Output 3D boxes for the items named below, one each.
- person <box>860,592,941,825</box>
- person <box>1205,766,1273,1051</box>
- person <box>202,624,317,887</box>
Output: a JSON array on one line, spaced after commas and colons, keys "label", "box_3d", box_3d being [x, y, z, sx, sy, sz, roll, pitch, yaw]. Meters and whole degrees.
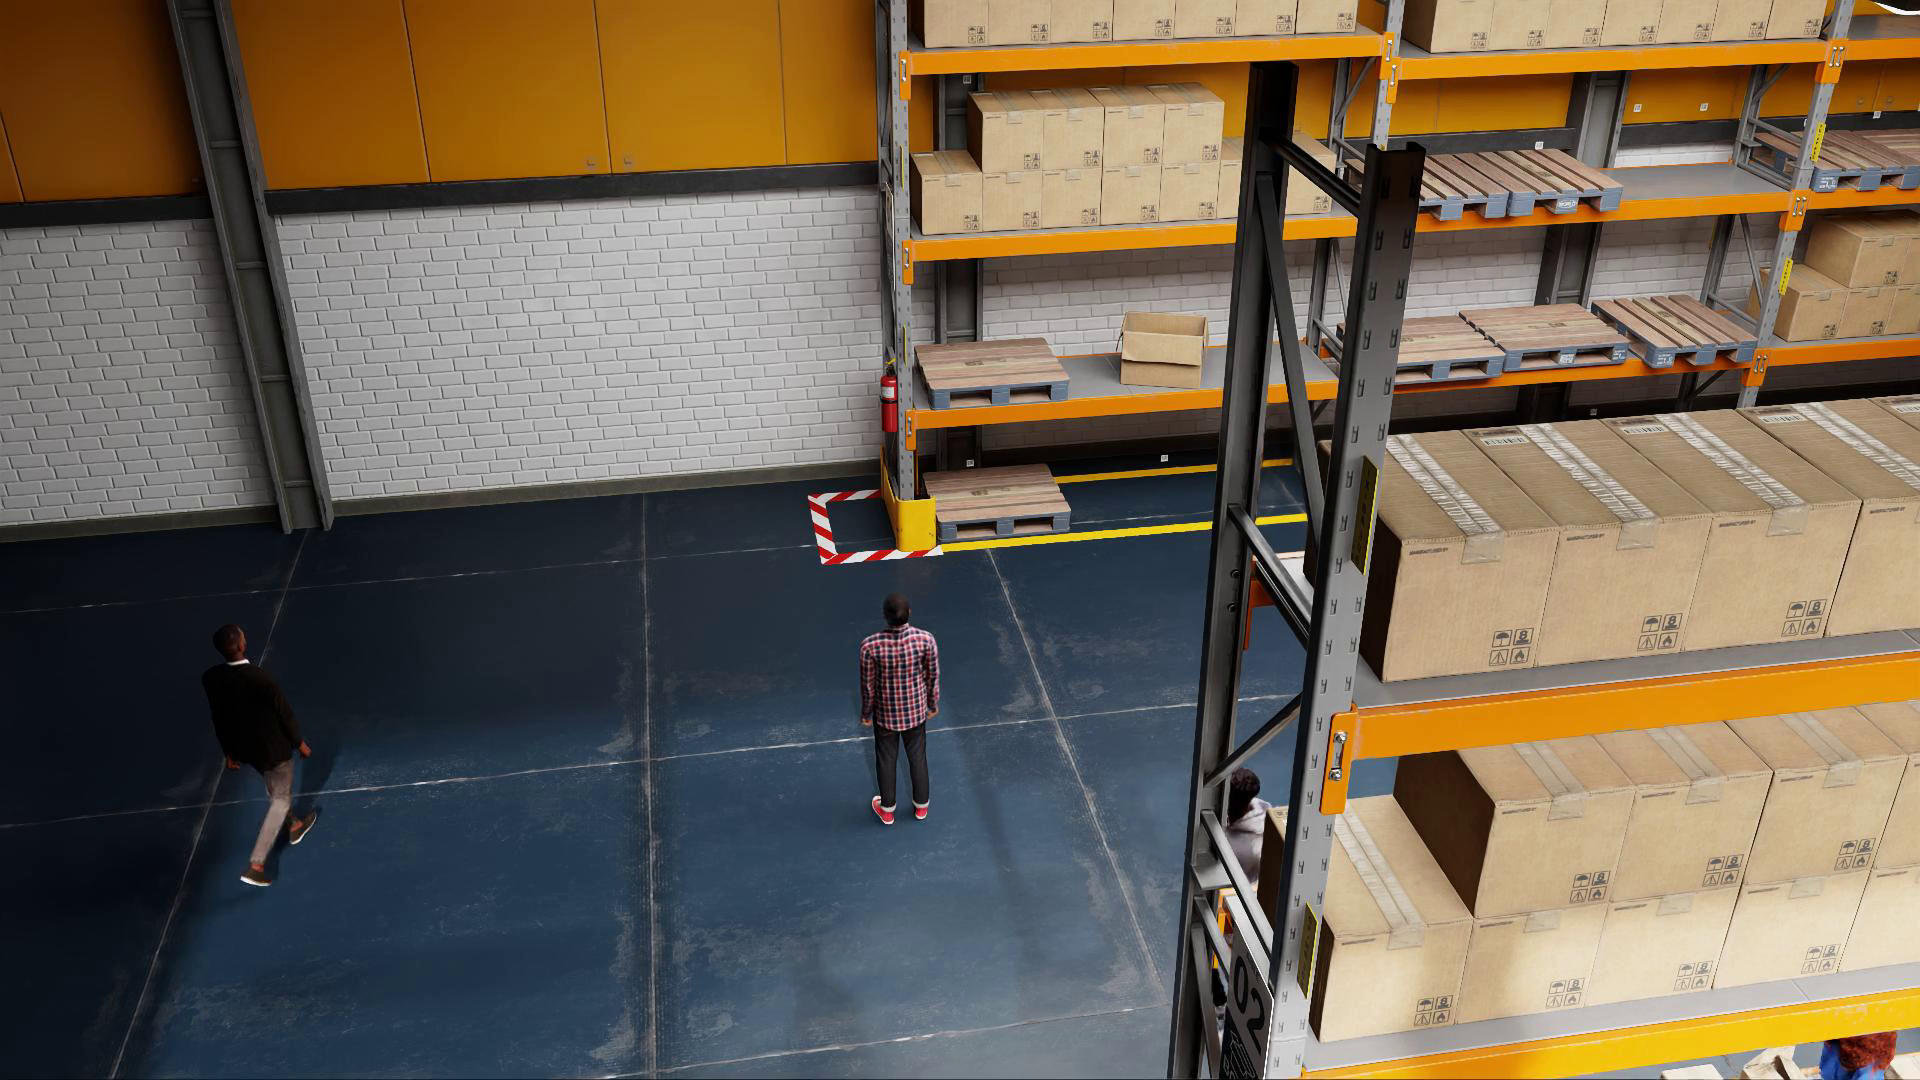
[{"label": "person", "box_3d": [-0.401, 1.104, 11.002, 0.542, 1.762, 0.754, -7, 29, -12]}, {"label": "person", "box_3d": [1.590, 2.028, 9.152, 0.678, 1.911, 0.722, -9, 30, -17]}, {"label": "person", "box_3d": [-4.438, 1.371, 10.499, 1.169, 1.776, 1.032, 7, 29, 12]}]
